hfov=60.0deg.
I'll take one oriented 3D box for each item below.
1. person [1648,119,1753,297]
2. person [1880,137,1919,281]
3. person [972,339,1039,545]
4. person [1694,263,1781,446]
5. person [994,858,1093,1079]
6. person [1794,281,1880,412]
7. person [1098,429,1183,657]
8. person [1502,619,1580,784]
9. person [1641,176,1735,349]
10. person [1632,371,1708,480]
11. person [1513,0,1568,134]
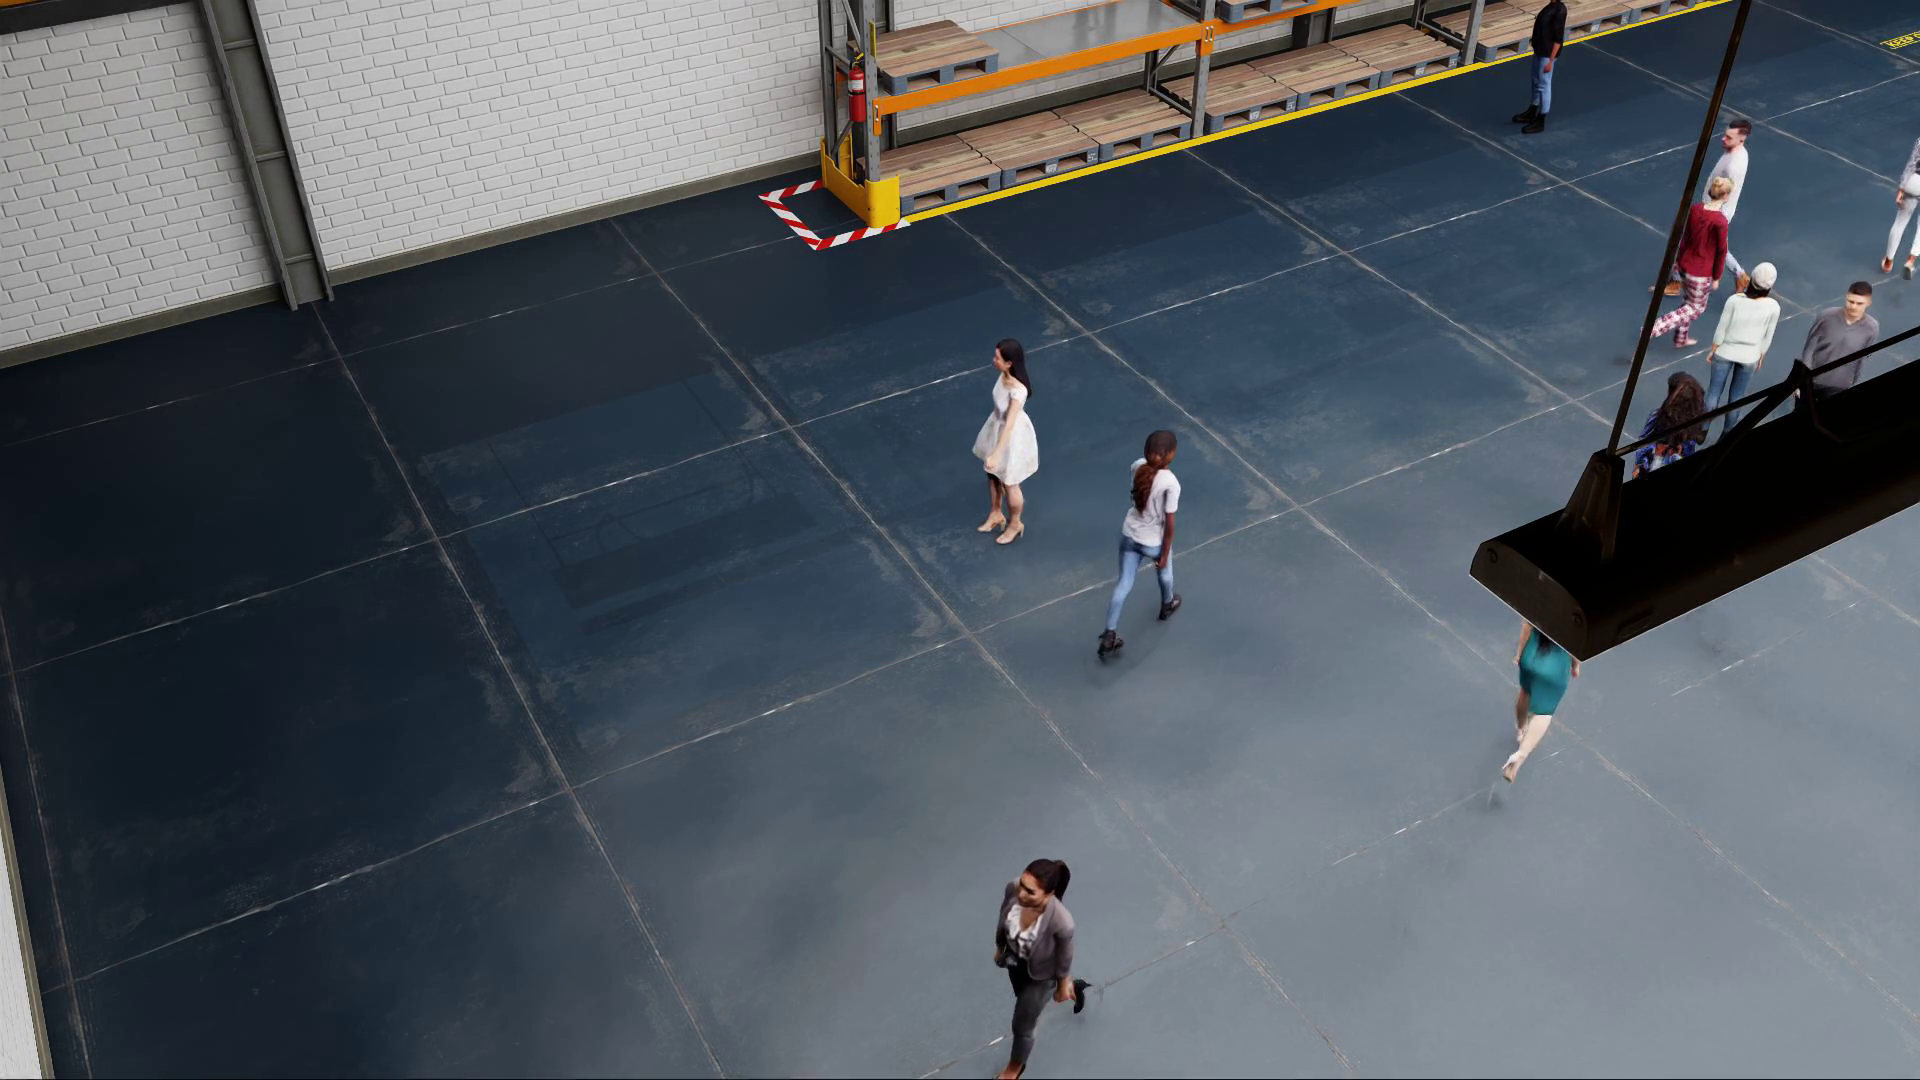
[{"bbox_3d":[6.906,-2.932,14.997,1.113,1.798,1.161,19,42,22],"label":"person"},{"bbox_3d":[8.906,-3.175,15.373,0.873,1.709,0.991,17,42,20],"label":"person"},{"bbox_3d":[0.413,-0.698,12.225,0.771,1.768,0.738,-8,39,-10],"label":"person"},{"bbox_3d":[6.229,-1.493,13.320,0.637,1.644,0.676,13,40,16],"label":"person"},{"bbox_3d":[0.438,2.199,8.686,1.028,1.657,0.698,-27,46,-30],"label":"person"},{"bbox_3d":[6.745,-1.278,12.978,0.991,1.733,1.196,18,42,21],"label":"person"},{"bbox_3d":[1.218,0.050,11.363,0.843,1.675,1.190,30,47,32],"label":"person"},{"bbox_3d":[3.628,0.826,10.398,0.781,1.666,1.015,25,45,28],"label":"person"},{"bbox_3d":[6.291,-2.322,14.328,0.964,1.681,0.750,-10,40,-13],"label":"person"},{"bbox_3d":[5.128,-0.497,12.104,0.868,1.605,0.856,-5,39,-6],"label":"person"},{"bbox_3d":[6.345,-5.259,17.989,0.680,1.701,0.660,-1,39,-1],"label":"person"}]
